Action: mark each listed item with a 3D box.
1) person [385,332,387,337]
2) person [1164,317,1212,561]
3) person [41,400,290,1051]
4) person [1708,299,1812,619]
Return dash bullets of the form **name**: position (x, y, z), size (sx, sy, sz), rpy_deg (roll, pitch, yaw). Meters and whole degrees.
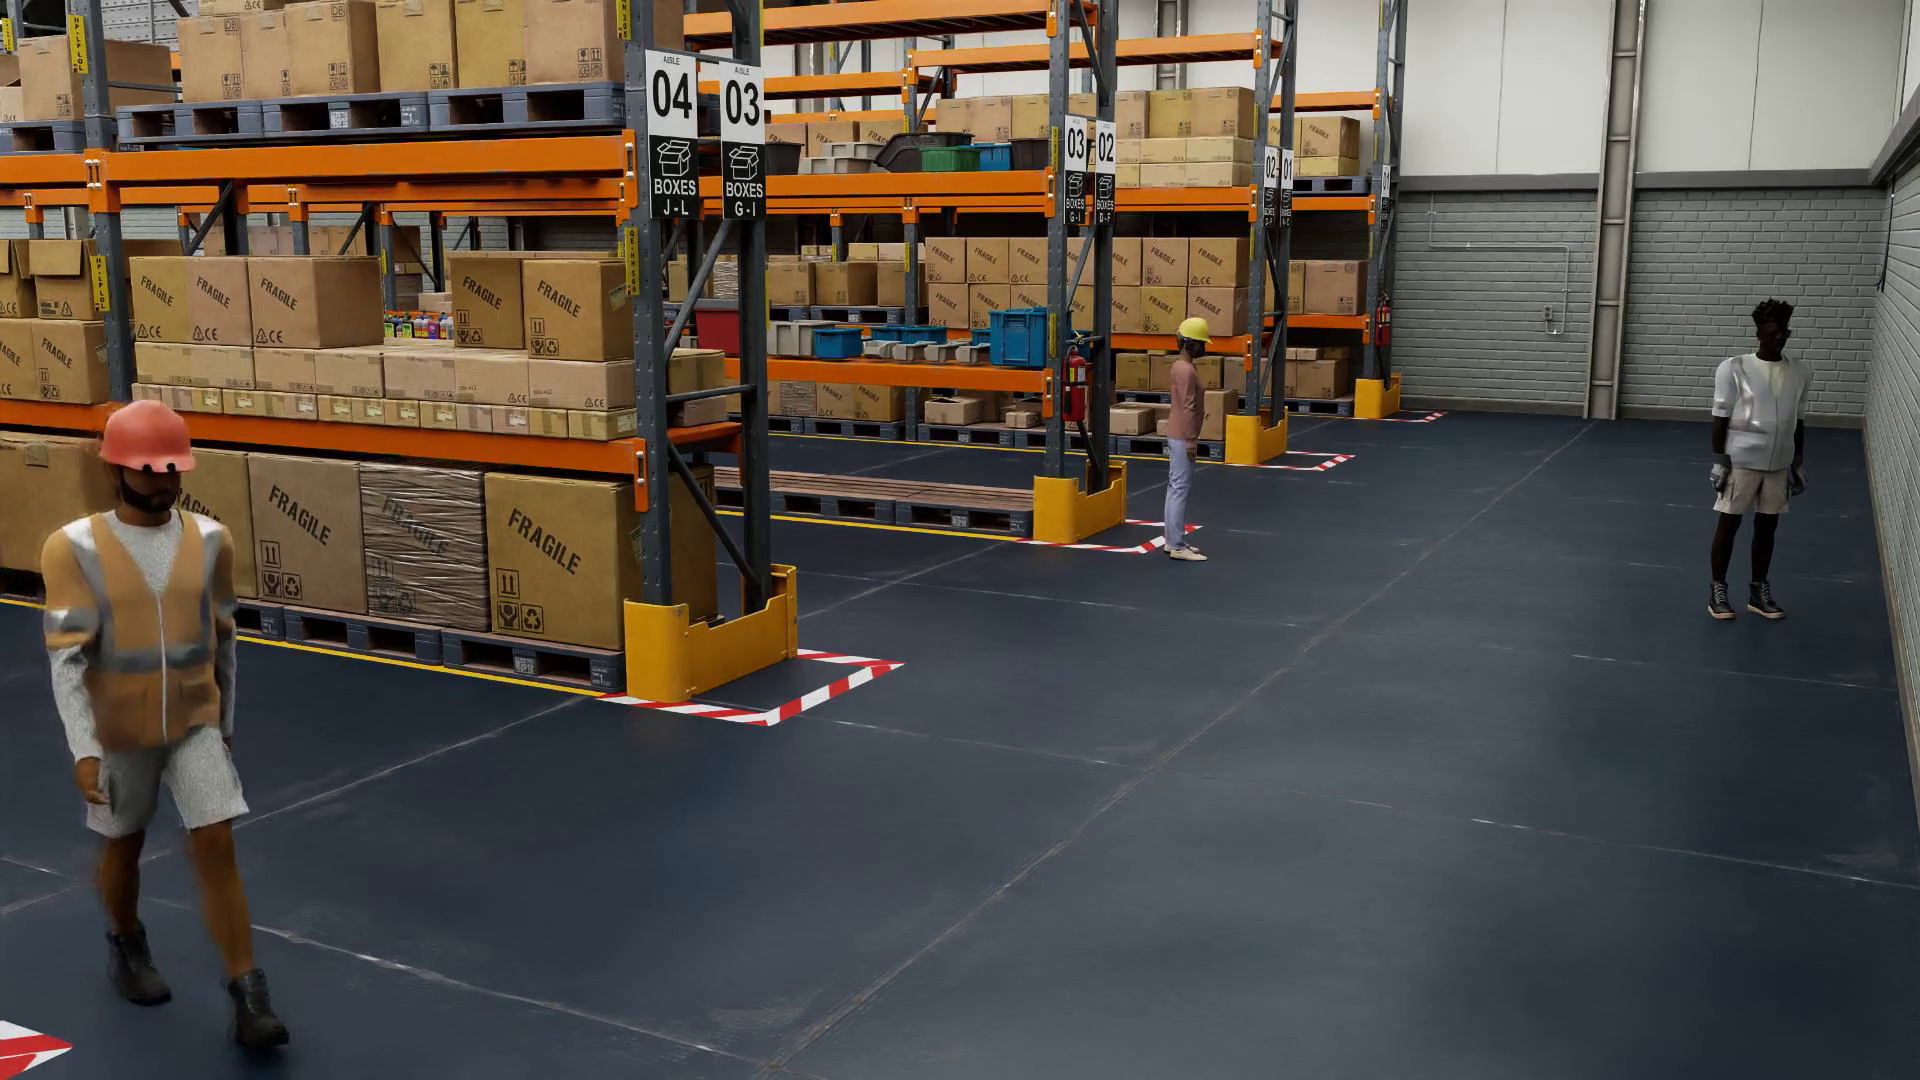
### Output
- **person**: position (-5.191, -1.236, 14.588), size (0.327, 1.864, 0.536), rpy_deg (7, 12, 32)
- **person**: position (1.657, -0.733, 12.107), size (0.318, 1.764, 0.522), rpy_deg (0, 10, 0)
- **person**: position (-2.341, 0.535, 4.858), size (0.557, 1.890, 0.971), rpy_deg (-9, 14, -41)
- **person**: position (4.906, -0.489, 10.213), size (0.603, 1.967, 0.366), rpy_deg (-1, 10, -3)
